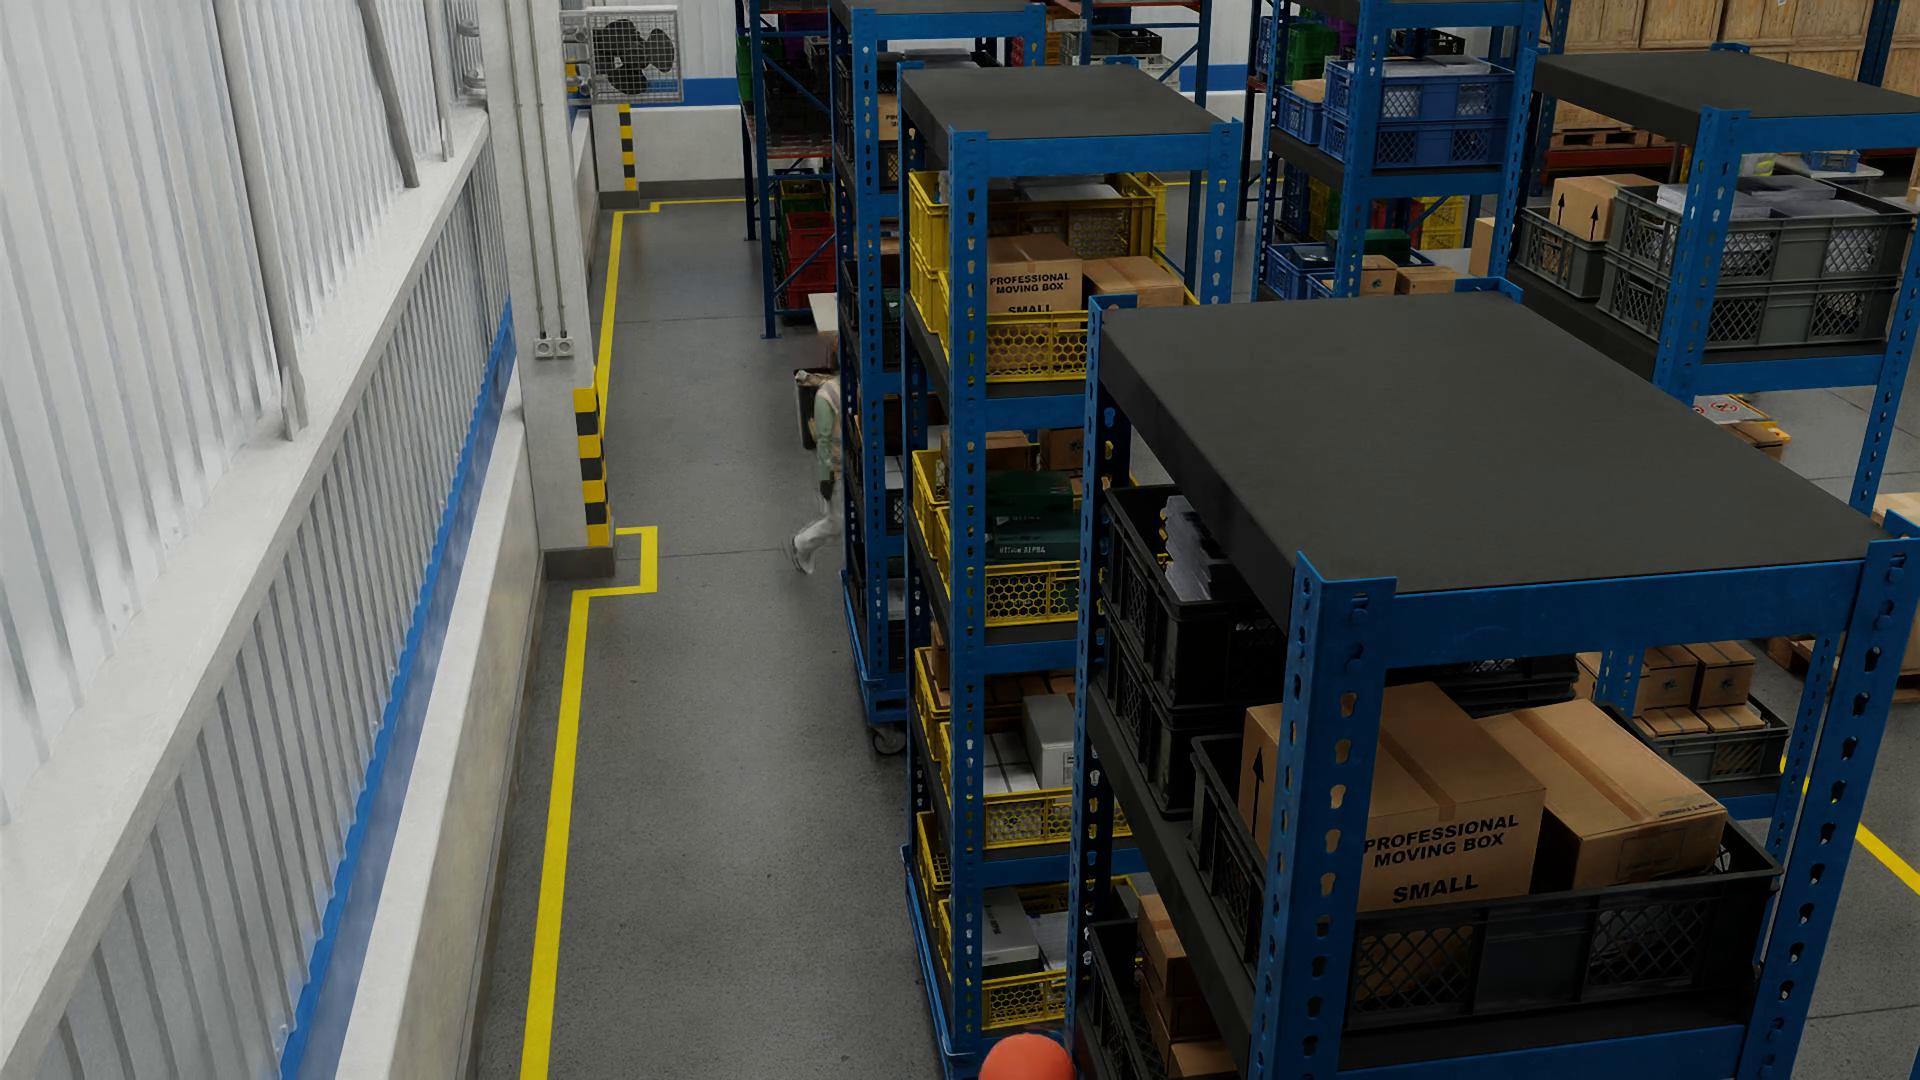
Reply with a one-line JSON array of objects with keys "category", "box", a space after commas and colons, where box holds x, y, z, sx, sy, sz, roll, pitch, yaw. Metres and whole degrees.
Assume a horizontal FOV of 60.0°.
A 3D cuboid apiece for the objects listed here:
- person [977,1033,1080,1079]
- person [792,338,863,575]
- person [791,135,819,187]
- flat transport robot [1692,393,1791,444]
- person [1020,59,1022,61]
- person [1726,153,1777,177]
[{"category": "person", "box": [0.125, 1.964, 3.965, 0.668, 1.974, 0.486, 11, 27, 22]}, {"category": "person", "box": [-0.671, -0.431, 9.603, 0.690, 1.614, 0.525, 19, 31, 36]}, {"category": "person", "box": [-1.741, -4.815, 18.820, 0.576, 1.881, 0.354, 18, 30, 34]}, {"category": "flat transport robot", "box": [5.224, -0.859, 12.132, 1.431, 0.197, 0.652, -4, 25, -8]}, {"category": "person", "box": [0.711, -4.420, 17.894, 0.372, 1.940, 0.631, -7, 26, -15]}, {"category": "person", "box": [7.507, -3.444, 15.888, 0.430, 1.845, 0.623, 16, 29, 32]}]
